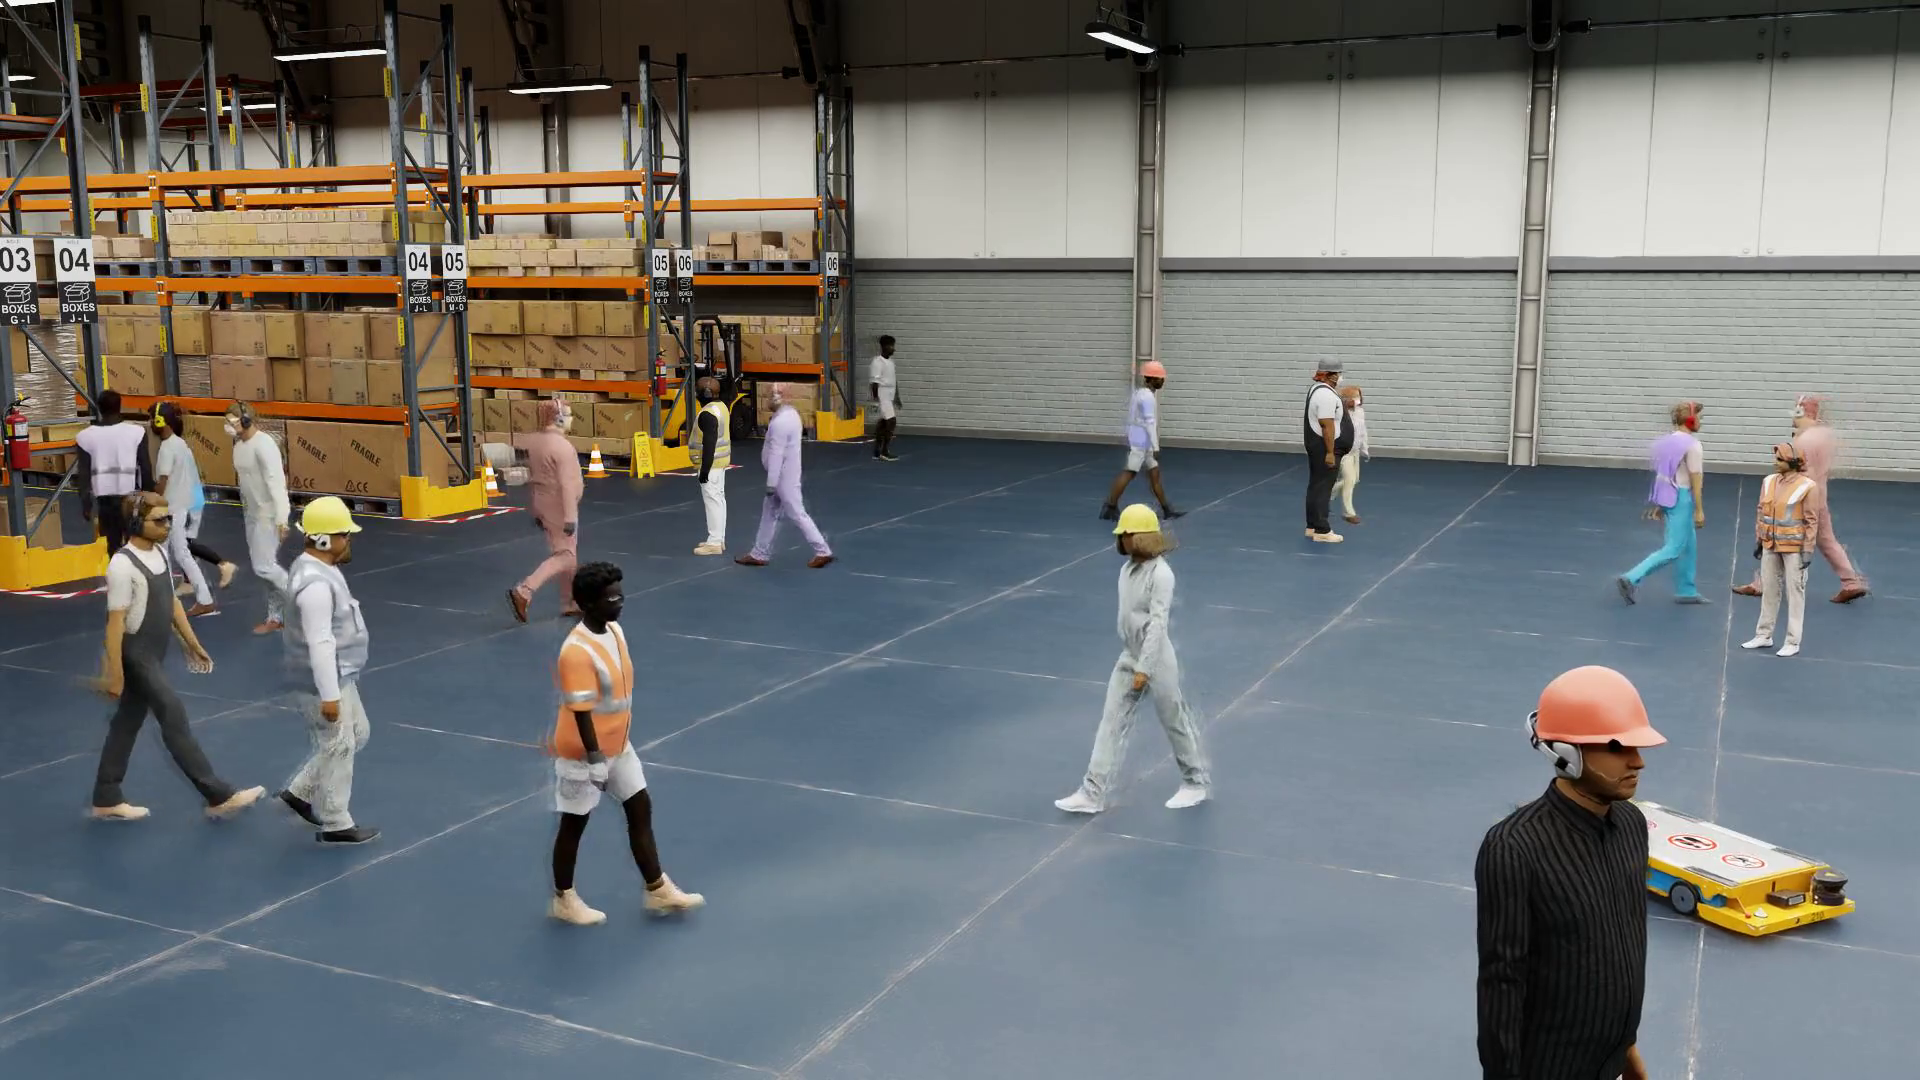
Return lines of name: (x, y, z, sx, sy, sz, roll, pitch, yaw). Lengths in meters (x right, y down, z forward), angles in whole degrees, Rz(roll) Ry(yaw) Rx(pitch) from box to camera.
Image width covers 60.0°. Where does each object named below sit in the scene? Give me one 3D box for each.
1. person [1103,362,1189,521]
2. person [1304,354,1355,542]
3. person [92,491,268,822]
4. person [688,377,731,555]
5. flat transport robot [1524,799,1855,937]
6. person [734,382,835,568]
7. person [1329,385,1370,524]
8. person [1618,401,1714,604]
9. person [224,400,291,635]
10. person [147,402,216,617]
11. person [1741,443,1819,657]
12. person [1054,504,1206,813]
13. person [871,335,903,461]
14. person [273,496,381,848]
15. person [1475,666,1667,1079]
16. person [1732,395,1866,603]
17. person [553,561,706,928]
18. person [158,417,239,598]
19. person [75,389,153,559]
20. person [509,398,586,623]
person: (2.153, -1.143, 19.432, 1.014, 1.875, 0.555, 0, 9, 2)
person: (4.017, -1.008, 18.095, 0.536, 2.000, 0.688, 0, 9, -1)
person: (-4.214, 0.630, 8.819, 0.977, 1.789, 0.519, -1, 9, -9)
person: (-2.599, -0.772, 17.256, 0.429, 1.844, 0.626, 0, 9, 2)
flat transport robot: (3.441, 1.521, 7.998, 0.652, 0.197, 1.431, -4, 10, -26)
person: (-1.713, -0.633, 16.368, 1.000, 1.861, 0.652, 0, 9, 2)
person: (4.484, -1.014, 19.424, 0.499, 1.612, 0.632, -8, 12, -42)
person: (6.210, -0.308, 14.503, 0.839, 1.822, 0.563, 0, 9, 3)
person: (-5.595, -0.171, 13.367, 0.495, 1.911, 0.669, -8, 12, -41)
person: (-6.710, -0.234, 14.025, 0.783, 1.826, 0.527, -4, 10, -21)
person: (6.306, 0.070, 12.720, 0.314, 1.636, 0.515, -4, 10, -21)
person: (0.971, 0.650, 8.982, 0.895, 1.694, 0.496, -5, 11, -29)
person: (-1.099, -2.179, 25.572, 0.614, 1.945, 0.626, 2, 10, 15)
person: (-3.214, 0.677, 8.438, 0.440, 1.814, 0.617, -3, 10, -20)
person: (1.508, 1.289, 4.142, 0.610, 1.997, 0.373, -7, 12, -37)
person: (7.529, -0.359, 14.739, 1.041, 1.854, 0.632, 8, 12, 41)
person: (-1.501, 0.925, 7.361, 0.771, 1.663, 0.555, 2, 9, 12)
person: (-6.852, -0.304, 14.882, 0.552, 1.674, 0.546, -5, 11, -30)
person: (-7.551, -0.403, 14.868, 0.575, 1.885, 0.849, -2, 9, -12)
person: (-3.411, -0.239, 13.877, 0.776, 1.885, 0.650, -7, 11, -35)
